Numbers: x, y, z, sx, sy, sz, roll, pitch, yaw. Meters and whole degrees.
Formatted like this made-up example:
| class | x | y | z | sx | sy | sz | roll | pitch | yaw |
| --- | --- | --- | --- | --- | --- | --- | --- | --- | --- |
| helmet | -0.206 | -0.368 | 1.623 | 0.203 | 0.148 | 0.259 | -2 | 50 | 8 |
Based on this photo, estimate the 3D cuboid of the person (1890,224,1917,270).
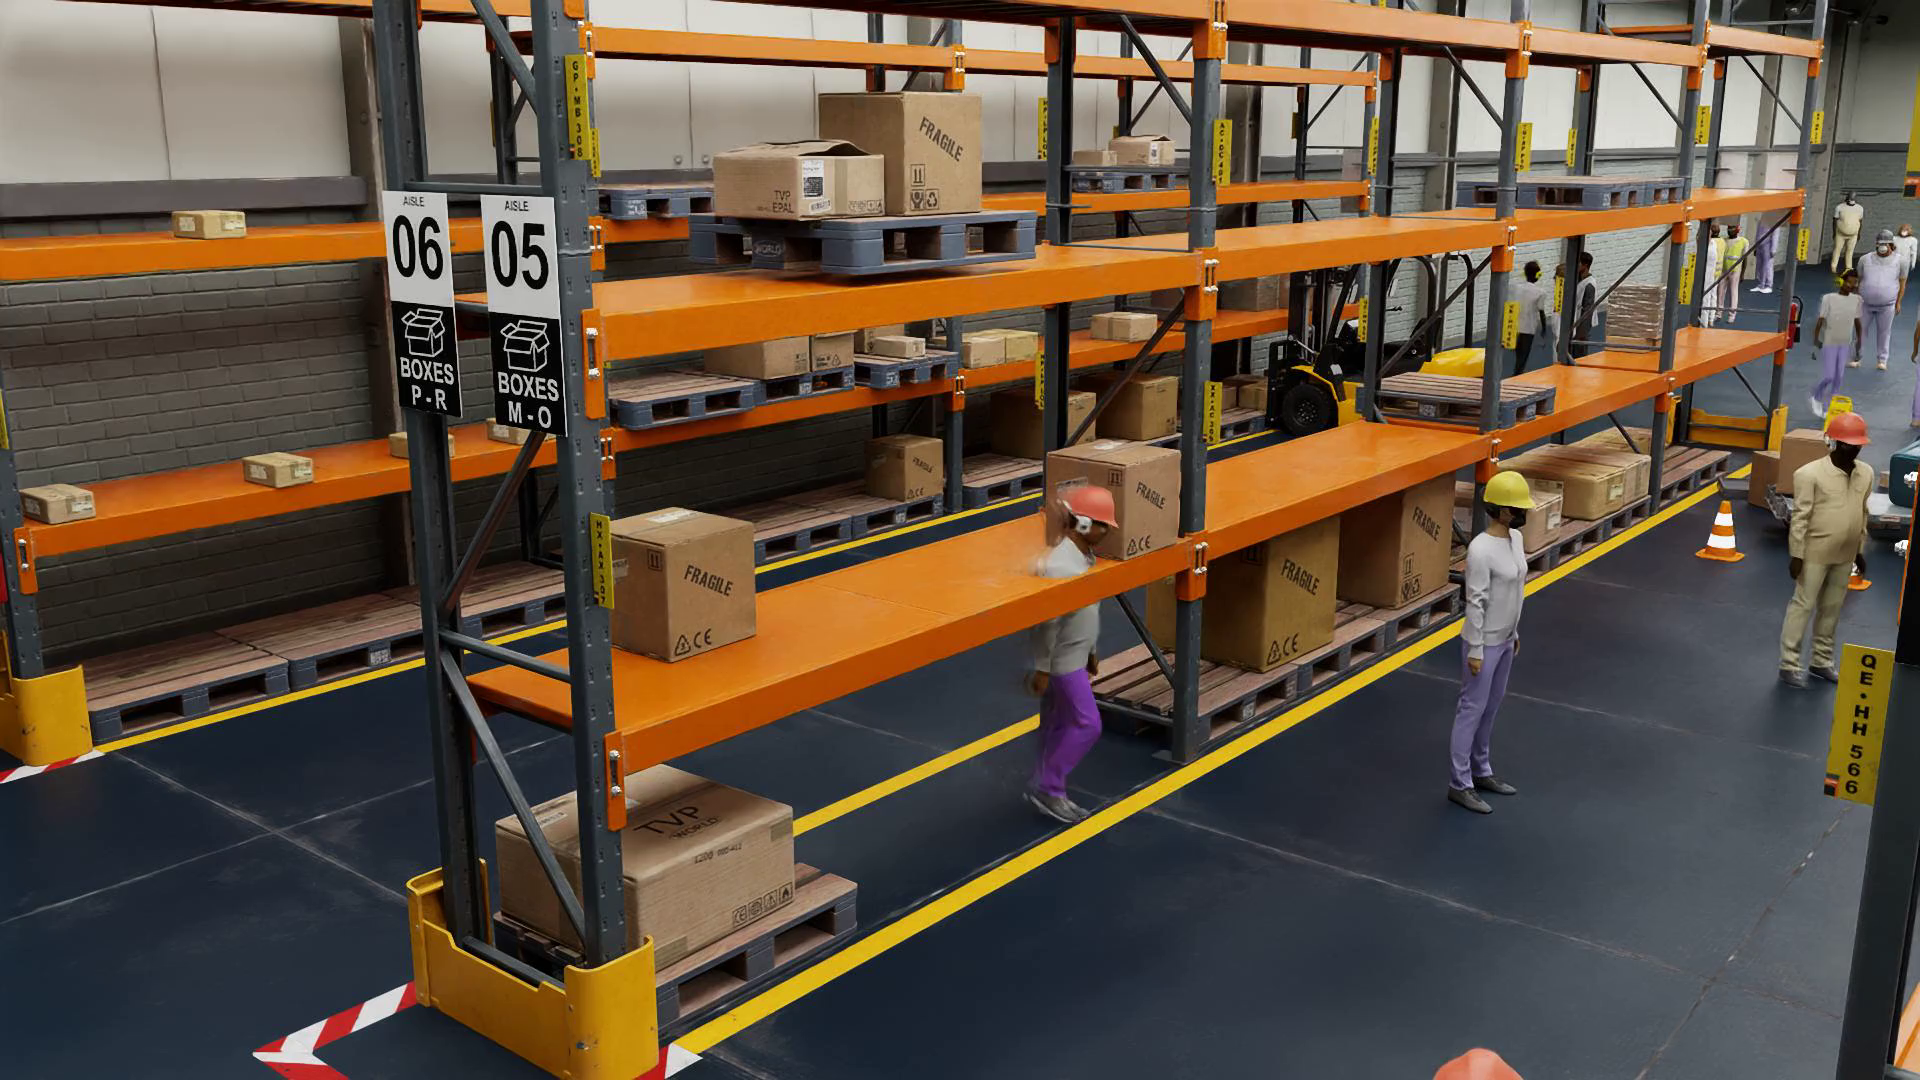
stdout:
| class | x | y | z | sx | sy | sz | roll | pitch | yaw |
| --- | --- | --- | --- | --- | --- | --- | --- | --- | --- |
| person | 19.053 | -5.577 | 33.680 | 0.504 | 1.589 | 0.830 | 7 | 16 | 28 |

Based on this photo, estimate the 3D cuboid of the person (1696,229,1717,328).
| class | x | y | z | sx | sy | sz | roll | pitch | yaw |
| --- | --- | --- | --- | --- | --- | --- | --- | --- | --- |
| person | 12.226 | -4.199 | 27.461 | 0.398 | 1.901 | 0.650 | 4 | 14 | 15 |

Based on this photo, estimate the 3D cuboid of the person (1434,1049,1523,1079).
| class | x | y | z | sx | sy | sz | roll | pitch | yaw |
| --- | --- | --- | --- | --- | --- | --- | --- | --- | --- |
| person | 0.975 | 1.814 | 3.270 | 0.563 | 1.754 | 0.321 | 4 | 14 | 17 |

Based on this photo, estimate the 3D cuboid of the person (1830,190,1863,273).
| class | x | y | z | sx | sy | sz | roll | pitch | yaw |
| --- | --- | --- | --- | --- | --- | --- | --- | --- | --- |
| person | 21.873 | -7.592 | 40.979 | 0.677 | 2.000 | 0.536 | 2 | 14 | 9 |

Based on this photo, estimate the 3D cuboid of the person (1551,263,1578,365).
| class | x | y | z | sx | sy | sz | roll | pitch | yaw |
| --- | --- | --- | --- | --- | --- | --- | --- | --- | --- |
| person | 7.510 | -2.538 | 20.807 | 0.346 | 1.847 | 0.506 | 3 | 14 | 11 |

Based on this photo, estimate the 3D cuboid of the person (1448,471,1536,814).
| class | x | y | z | sx | sy | sz | roll | pitch | yaw |
| --- | --- | --- | --- | --- | --- | --- | --- | --- | --- |
| person | 2.751 | 0.512 | 8.549 | 0.313 | 1.767 | 0.534 | 11 | 18 | 39 |

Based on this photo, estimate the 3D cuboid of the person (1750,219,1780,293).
| class | x | y | z | sx | sy | sz | roll | pitch | yaw |
| --- | --- | --- | --- | --- | --- | --- | --- | --- | --- |
| person | 17.481 | -6.320 | 36.124 | 0.405 | 1.895 | 0.661 | -1 | 14 | -6 |

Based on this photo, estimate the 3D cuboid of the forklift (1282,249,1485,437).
| class | x | y | z | sx | sy | sz | roll | pitch | yaw |
| --- | --- | --- | --- | --- | --- | --- | --- | --- | --- |
| forklift | 4.886 | -2.214 | 18.767 | 2.313 | 2.155 | 1.214 | 11 | 18 | 38 |

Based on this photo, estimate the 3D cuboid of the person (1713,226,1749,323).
| class | x | y | z | sx | sy | sz | roll | pitch | yaw |
| --- | --- | --- | --- | --- | --- | --- | --- | --- | --- |
| person | 14.067 | -4.889 | 30.377 | 0.377 | 1.844 | 0.567 | -11 | 18 | -39 |

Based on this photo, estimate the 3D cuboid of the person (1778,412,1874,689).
| class | x | y | z | sx | sy | sz | roll | pitch | yaw |
| --- | --- | --- | --- | --- | --- | --- | --- | --- | --- |
| person | 5.444 | 0.064 | 10.399 | 0.573 | 1.748 | 0.342 | -4 | 14 | -15 |

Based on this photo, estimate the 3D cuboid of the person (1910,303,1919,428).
| class | x | y | z | sx | sy | sz | roll | pitch | yaw |
| --- | --- | --- | --- | --- | --- | --- | --- | --- | --- |
| person | 11.459 | -2.218 | 19.501 | 0.514 | 1.844 | 0.327 | 10 | 17 | 34 |

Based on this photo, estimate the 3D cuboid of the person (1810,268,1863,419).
| class | x | y | z | sx | sy | sz | roll | pitch | yaw |
| --- | --- | --- | --- | --- | --- | --- | --- | --- | --- |
| person | 10.551 | -2.344 | 20.009 | 0.578 | 1.849 | 0.432 | -1 | 14 | -3 |

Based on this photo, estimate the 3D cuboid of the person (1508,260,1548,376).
| class | x | y | z | sx | sy | sz | roll | pitch | yaw |
| --- | --- | --- | --- | --- | --- | --- | --- | --- | --- |
| person | 7.240 | -2.636 | 21.205 | 0.782 | 1.836 | 0.553 | -13 | 19 | -42 |

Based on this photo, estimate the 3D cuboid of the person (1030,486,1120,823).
| class | x | y | z | sx | sy | sz | roll | pitch | yaw |
| --- | --- | --- | --- | --- | --- | --- | --- | --- | --- |
| person | 0.572 | 0.582 | 8.360 | 0.401 | 1.710 | 0.605 | 4 | 14 | 17 |

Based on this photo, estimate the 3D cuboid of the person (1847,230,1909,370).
| class | x | y | z | sx | sy | sz | roll | pitch | yaw |
| --- | --- | --- | --- | --- | --- | --- | --- | --- | --- |
| person | 13.477 | -3.527 | 24.431 | 0.686 | 2.000 | 0.538 | 9 | 16 | 32 |

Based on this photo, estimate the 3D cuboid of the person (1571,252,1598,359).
| class | x | y | z | sx | sy | sz | roll | pitch | yaw |
| --- | --- | --- | --- | --- | --- | --- | --- | --- | --- |
| person | 8.075 | -2.780 | 21.642 | 0.392 | 1.919 | 0.590 | 1 | 14 | 4 |
